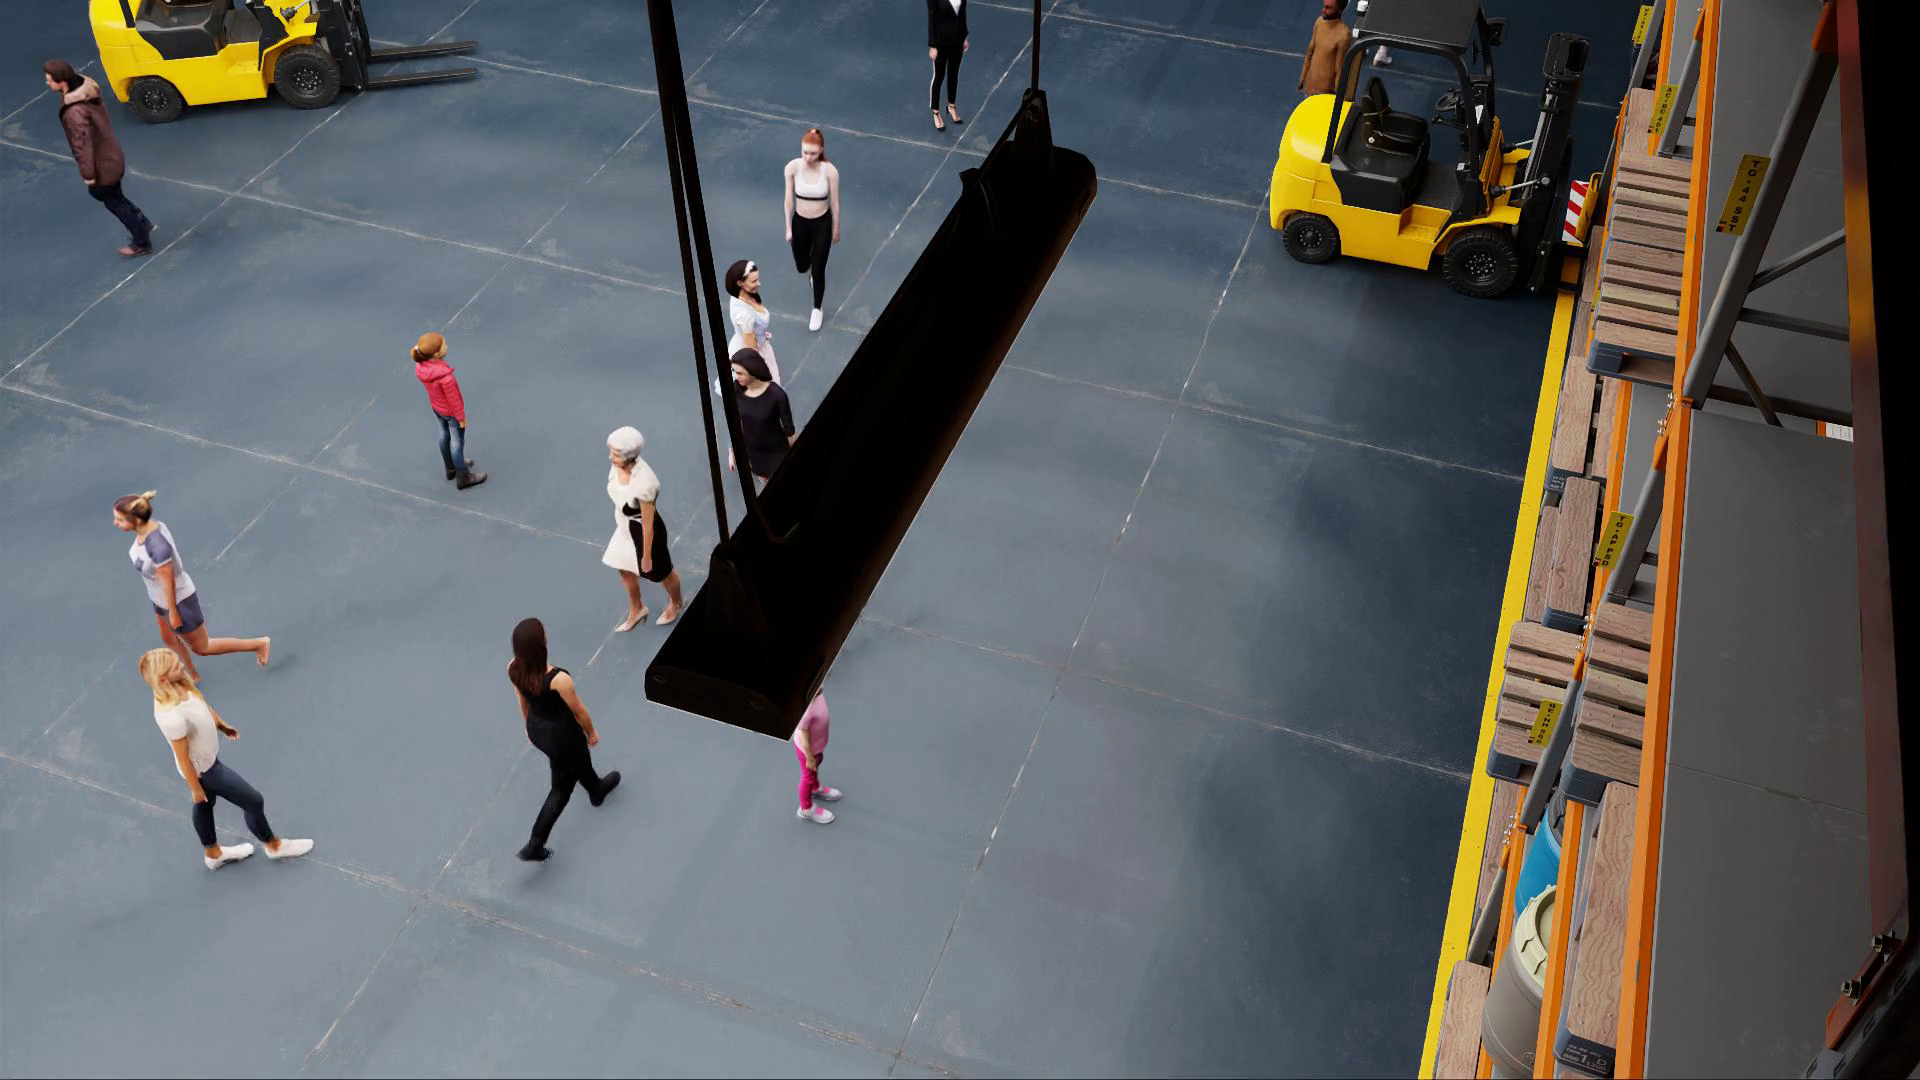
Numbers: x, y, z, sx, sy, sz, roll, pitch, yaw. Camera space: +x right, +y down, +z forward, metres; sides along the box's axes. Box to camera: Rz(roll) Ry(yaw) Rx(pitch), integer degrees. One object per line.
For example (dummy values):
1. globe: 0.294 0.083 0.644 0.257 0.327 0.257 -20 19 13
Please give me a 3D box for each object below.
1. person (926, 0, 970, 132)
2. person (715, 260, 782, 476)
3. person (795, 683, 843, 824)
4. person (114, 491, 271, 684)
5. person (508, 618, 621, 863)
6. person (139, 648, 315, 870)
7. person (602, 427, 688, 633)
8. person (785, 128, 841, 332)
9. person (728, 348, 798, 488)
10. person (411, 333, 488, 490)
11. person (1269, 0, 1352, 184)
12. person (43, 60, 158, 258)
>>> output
1. person: -0.120 -4.697 15.682 0.669 1.707 0.762 -26 49 -24
2. person: -1.506 -1.226 11.961 0.899 1.812 0.821 -7 44 -7
3. person: -0.888 1.173 9.834 0.572 1.272 0.477 6 44 6
4. person: -4.867 0.336 10.475 1.013 1.602 0.885 -25 49 -24
5. person: -2.360 1.177 9.551 0.740 1.657 1.151 24 49 23
6. person: -4.351 1.284 9.345 0.944 1.787 0.877 -20 47 -20
7. person: -1.973 -0.078 10.813 0.921 1.734 0.860 -25 49 -24
8. person: -1.177 -2.559 13.420 0.746 1.730 0.947 3 44 3
9. person: -1.260 -0.625 11.357 0.663 1.776 0.733 19 47 19
10. person: -3.721 -0.945 12.026 0.597 1.316 0.581 -34 53 -31
11. person: 3.323 -4.074 14.971 1.211 1.786 1.169 -16 46 -17
12. person: -7.170 -3.227 14.049 0.942 1.831 0.853 -12 45 -13
